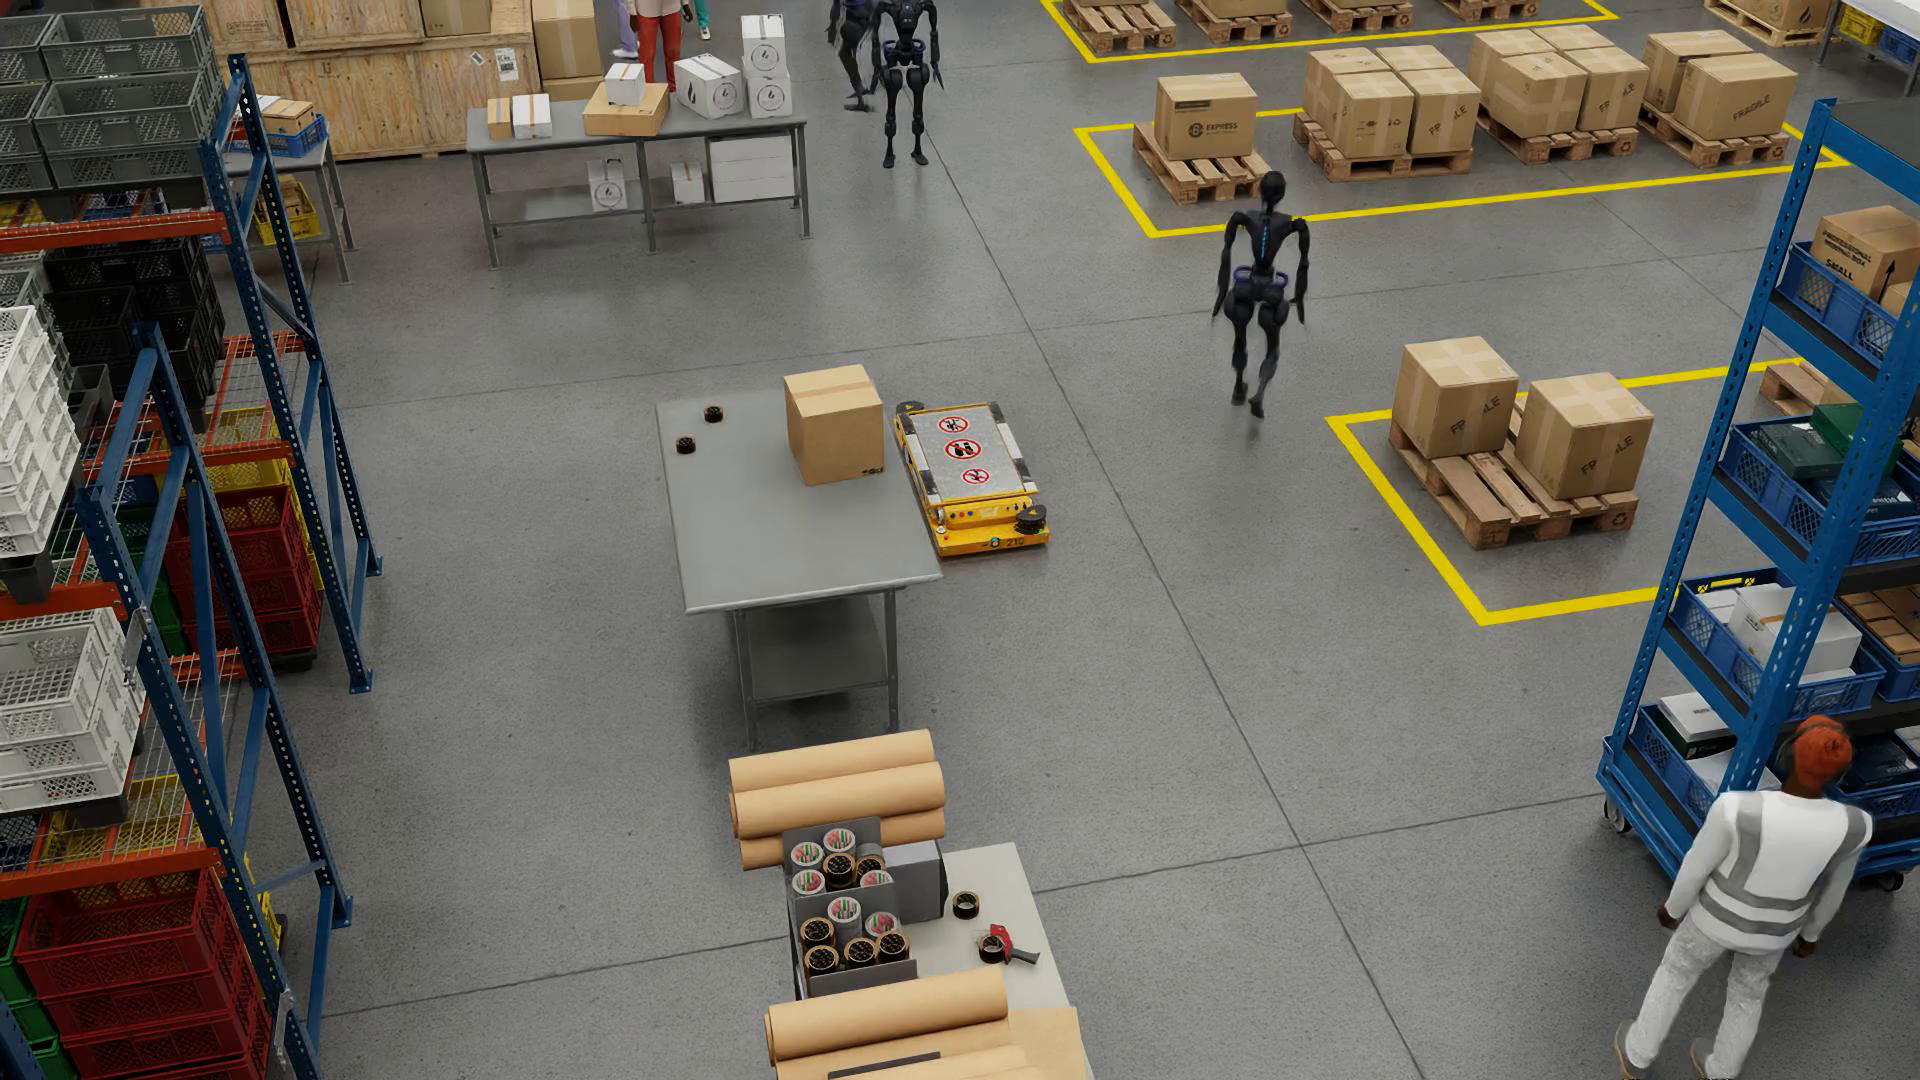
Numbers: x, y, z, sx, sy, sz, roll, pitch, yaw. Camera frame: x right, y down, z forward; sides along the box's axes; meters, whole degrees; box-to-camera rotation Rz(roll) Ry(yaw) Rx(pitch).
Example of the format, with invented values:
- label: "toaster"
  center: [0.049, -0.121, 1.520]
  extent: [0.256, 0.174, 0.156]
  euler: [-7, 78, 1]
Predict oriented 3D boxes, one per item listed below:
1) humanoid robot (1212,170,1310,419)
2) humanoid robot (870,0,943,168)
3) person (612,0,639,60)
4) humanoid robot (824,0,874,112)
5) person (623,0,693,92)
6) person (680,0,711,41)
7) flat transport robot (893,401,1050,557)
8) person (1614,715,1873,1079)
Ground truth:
- label: "humanoid robot"
  center: [1.871, -1.522, 10.430]
  extent: [0.578, 1.647, 0.508]
  euler: [11, 38, 14]
- label: "humanoid robot"
  center: [-0.439, -3.844, 13.528]
  extent: [0.599, 1.657, 0.331]
  euler: [-7, 37, -9]
- label: "person"
  center: [-3.144, -5.485, 15.548]
  extent: [0.420, 1.914, 0.602]
  euler: [29, 45, 33]
- label: "humanoid robot"
  center: [-0.956, -4.578, 14.530]
  extent: [0.408, 1.650, 0.596]
  euler: [9, 38, 11]
- label: "person"
  center: [-2.577, -4.570, 14.251]
  extent: [0.611, 1.995, 0.388]
  euler: [-21, 42, -26]
- label: "person"
  center: [-2.673, -5.666, 15.922]
  extent: [0.533, 1.757, 0.328]
  euler: [-2, 37, -3]
- label: "flat transport robot"
  center: [0.046, -0.430, 10.108]
  extent: [0.652, 0.197, 1.431]
  euler: [-8, 37, -10]
- label: "person"
  center: [2.972, 1.429, 6.290]
  extent: [0.583, 1.871, 0.359]
  euler: [4, 37, 6]
